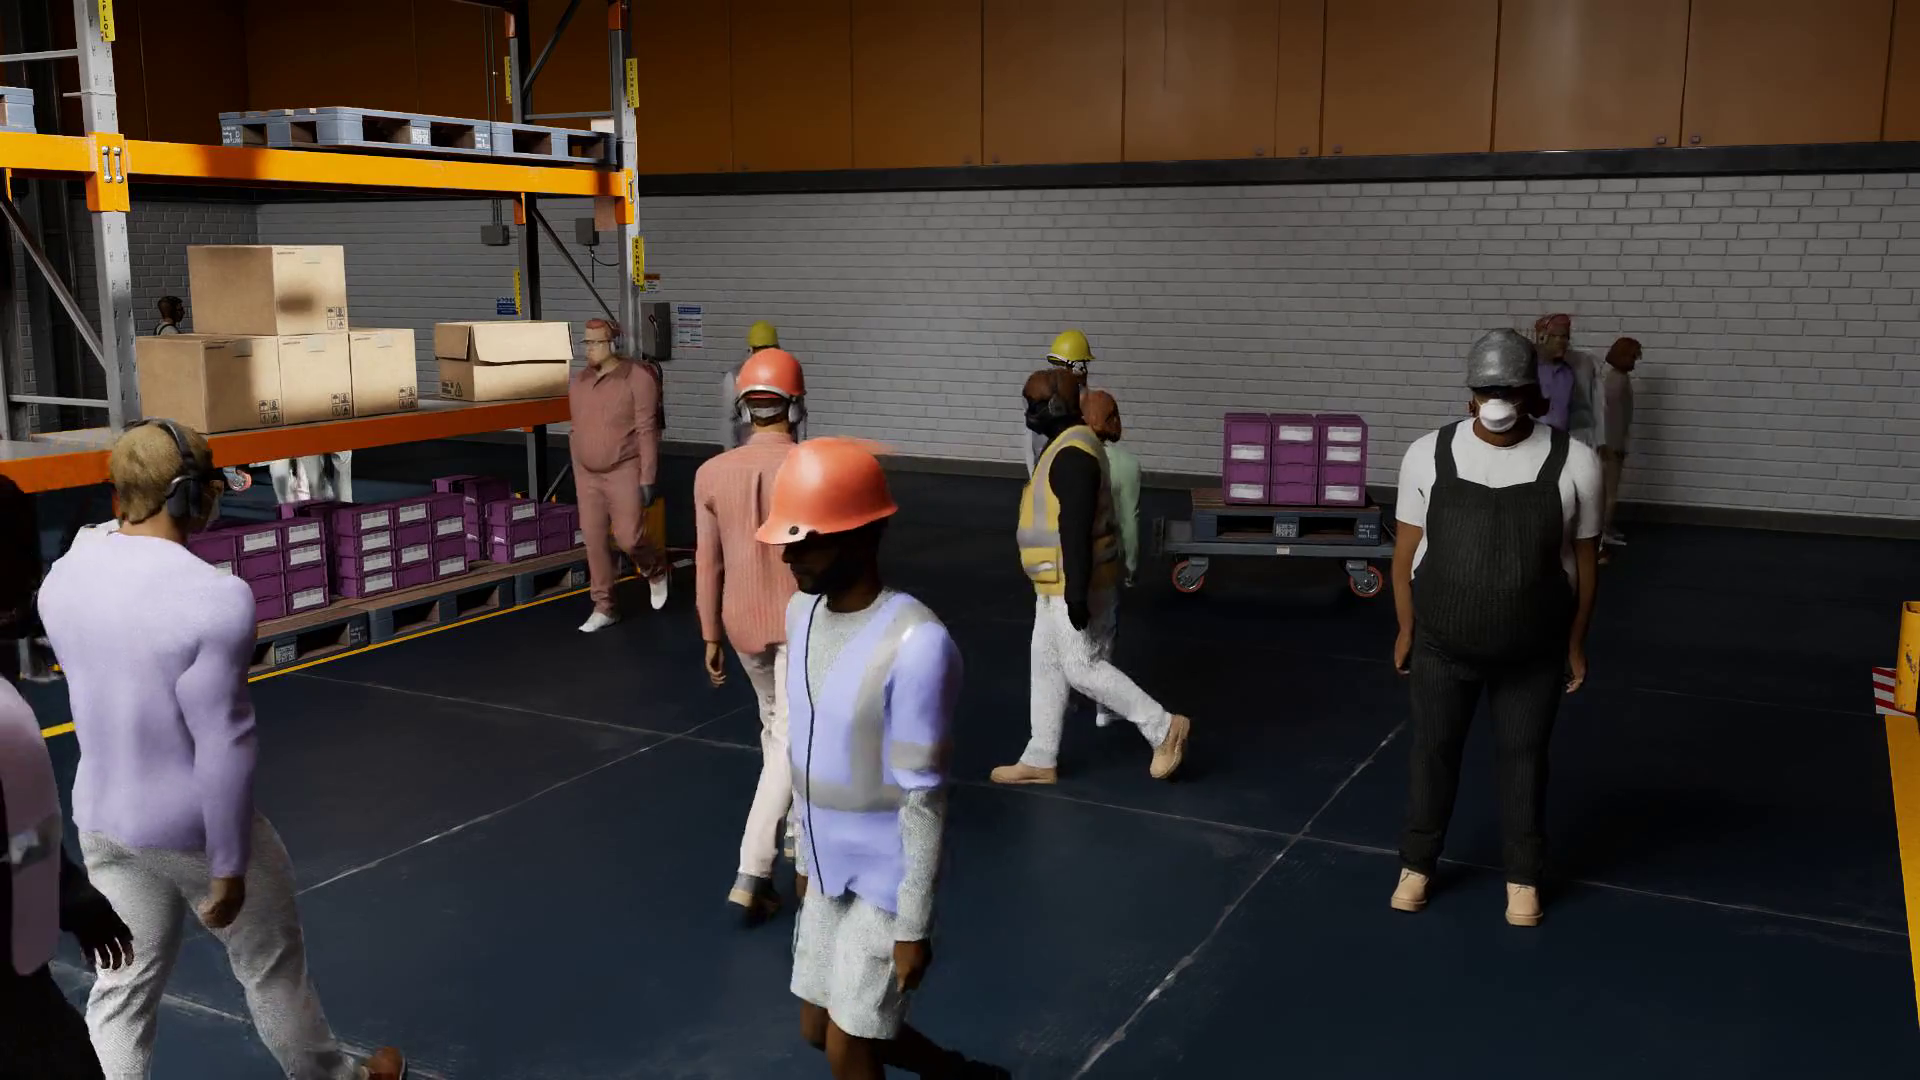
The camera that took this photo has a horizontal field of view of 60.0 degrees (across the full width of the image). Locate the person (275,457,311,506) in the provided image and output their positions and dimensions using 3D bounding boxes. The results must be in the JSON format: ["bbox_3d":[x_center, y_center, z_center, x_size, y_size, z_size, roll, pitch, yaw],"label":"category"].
[{"bbox_3d":[-5.790,-1.175,14.384,0.645,1.970,0.662,-2,10,-12],"label":"person"}]

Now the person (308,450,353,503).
[{"bbox_3d":[-5.161,-1.023,13.627,0.588,1.927,0.370,3,10,15],"label":"person"}]

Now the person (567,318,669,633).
[{"bbox_3d":[-2.084,-0.402,10.120,0.648,1.896,0.598,4,11,22],"label":"person"}]

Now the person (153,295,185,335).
[{"bbox_3d":[-8.059,-1.579,17.082,0.506,1.847,0.343,9,13,43],"label":"person"}]

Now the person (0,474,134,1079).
[{"bbox_3d":[-1.792,0.805,3.136,0.637,1.887,0.615,-7,12,-34],"label":"person"}]

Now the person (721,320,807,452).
[{"bbox_3d":[-1.433,-0.700,12.106,0.629,1.808,0.592,-4,11,-21],"label":"person"}]

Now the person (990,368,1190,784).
[{"bbox_3d":[0.560,0.172,7.082,0.787,1.807,0.659,0,10,0],"label":"person"}]

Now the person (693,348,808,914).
[{"bbox_3d":[-0.644,0.300,5.903,0.618,1.957,0.999,4,10,20],"label":"person"}]

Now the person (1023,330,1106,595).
[{"bbox_3d":[0.647,-0.315,9.799,0.403,1.833,0.586,-9,14,-43],"label":"person"}]

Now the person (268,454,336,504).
[{"bbox_3d":[-5.168,-0.880,12.946,0.609,1.890,0.740,1,10,4],"label":"person"}]

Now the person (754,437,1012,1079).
[{"bbox_3d":[-0.145,0.705,3.674,0.661,1.907,0.565,-8,12,-37],"label":"person"}]

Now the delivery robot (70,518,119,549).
[{"bbox_3d":[-5.656,0.012,11.329,0.707,0.478,0.477,0,10,0],"label":"delivery robot"}]

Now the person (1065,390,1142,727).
[{"bbox_3d":[0.638,0.089,8.065,0.495,1.625,0.290,4,11,24],"label":"person"}]

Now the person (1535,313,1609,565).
[{"bbox_3d":[4.375,-0.710,12.038,0.619,1.848,0.440,-5,11,-28],"label":"person"}]

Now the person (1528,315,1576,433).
[{"bbox_3d":[3.976,-0.640,11.612,0.645,1.867,0.944,-3,10,-19],"label":"person"}]

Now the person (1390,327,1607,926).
[{"bbox_3d":[1.797,0.301,5.634,0.684,2.000,0.535,4,11,21],"label":"person"}]

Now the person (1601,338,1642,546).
[{"bbox_3d":[5.181,-0.775,13.095,0.296,1.622,0.532,4,11,21],"label":"person"}]

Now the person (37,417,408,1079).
[{"bbox_3d":[-1.797,0.650,4.024,0.643,1.905,0.860,4,10,20],"label":"person"}]
